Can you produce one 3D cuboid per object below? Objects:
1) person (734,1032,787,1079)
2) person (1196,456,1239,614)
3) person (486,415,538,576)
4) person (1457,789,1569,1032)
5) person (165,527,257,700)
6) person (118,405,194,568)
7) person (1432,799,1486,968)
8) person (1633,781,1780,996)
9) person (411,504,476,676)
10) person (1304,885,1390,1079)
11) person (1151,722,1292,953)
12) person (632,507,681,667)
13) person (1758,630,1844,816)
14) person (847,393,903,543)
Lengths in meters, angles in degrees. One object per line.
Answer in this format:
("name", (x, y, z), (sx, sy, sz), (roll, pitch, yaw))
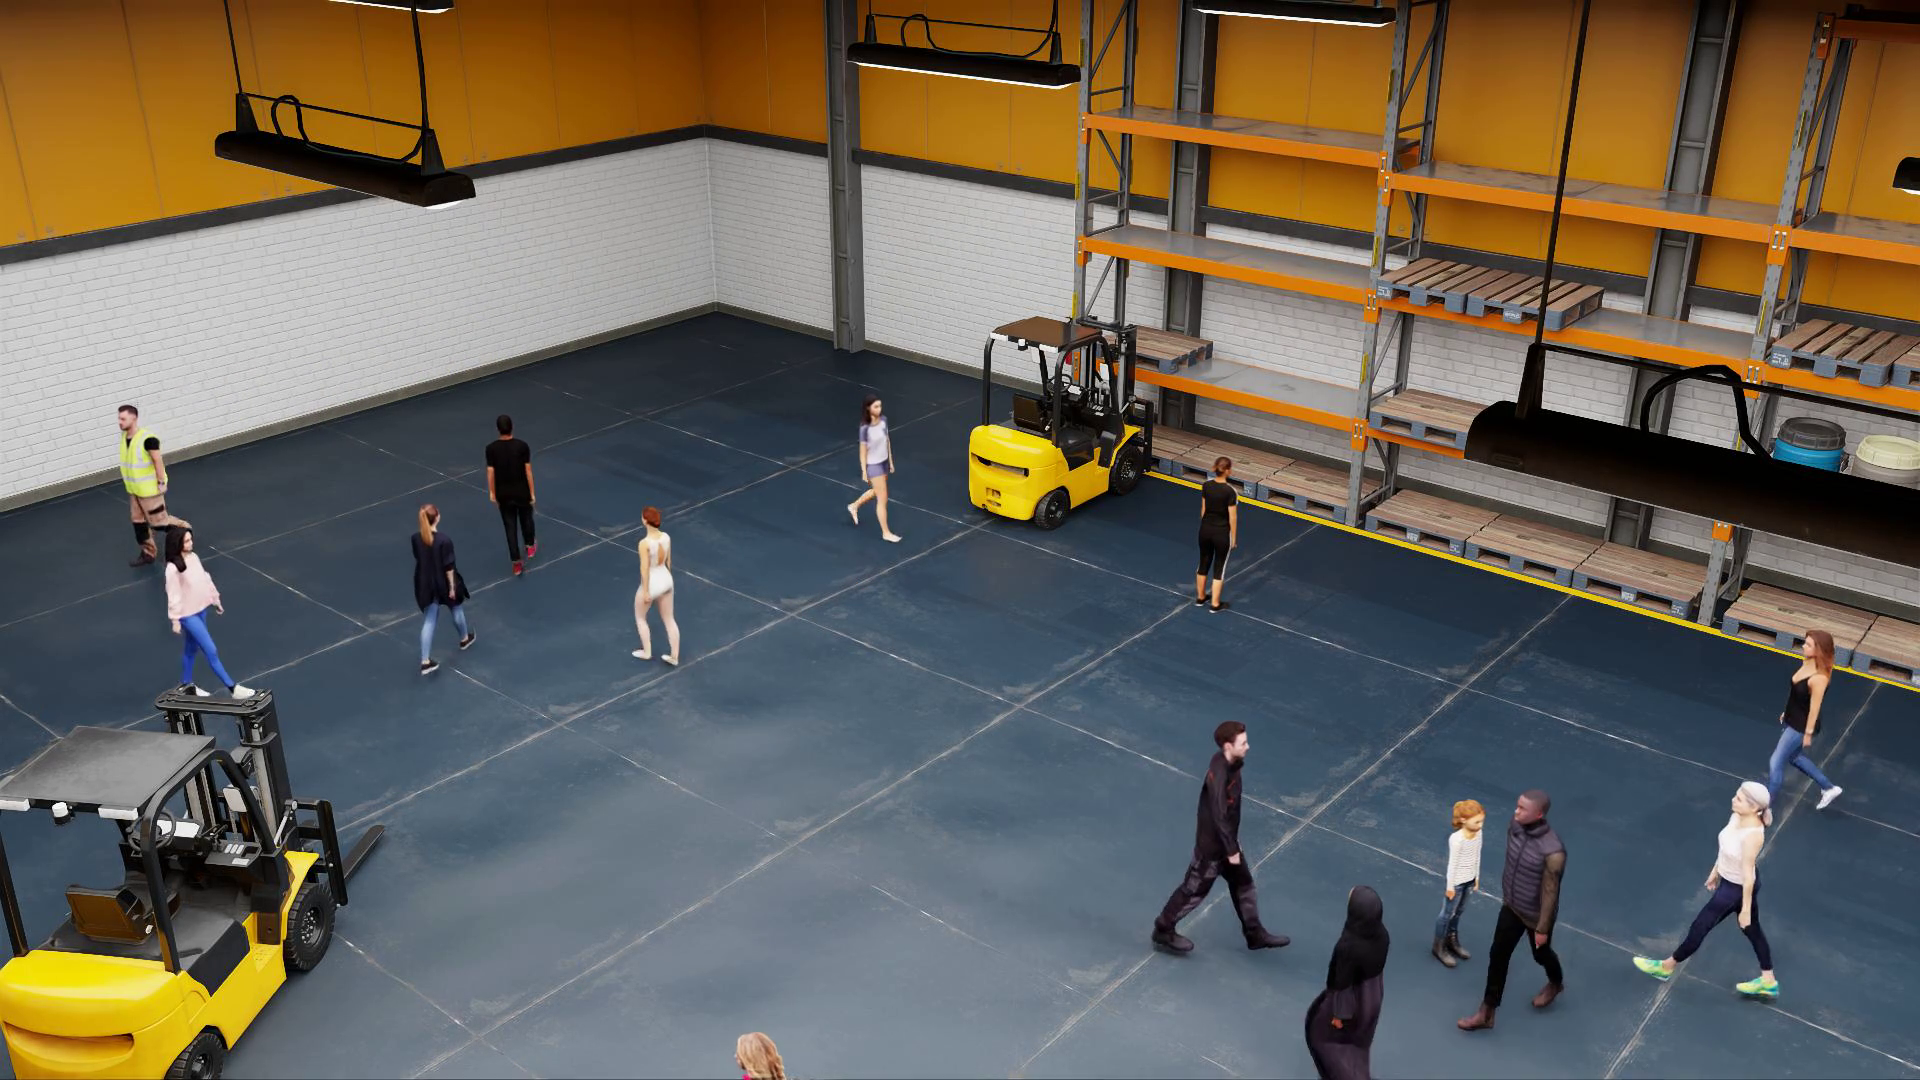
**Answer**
("person", (-0.980, 3.399, 9.068), (0.789, 1.718, 0.734), (-1, 24, -2))
("person", (2.624, -0.067, 17.060), (0.475, 1.668, 0.647), (21, 31, 40))
("person", (-4.804, -0.462, 17.881), (0.999, 1.732, 1.087), (-4, 24, -9))
("person", (3.876, 2.462, 11.113), (1.122, 1.795, 1.221), (-10, 26, -22))
("person", (-7.112, 0.698, 15.222), (1.141, 1.738, 1.016), (2, 24, 5))
("person", (-8.829, -0.617, 18.118), (0.985, 1.828, 0.900), (11, 26, 24))
("person", (3.546, 2.413, 11.825), (0.508, 1.314, 0.538), (-16, 28, -32))
("person", (5.400, 2.430, 11.369), (1.275, 1.649, 0.951), (7, 25, 16))
("person", (-5.022, 0.491, 15.818), (1.140, 1.639, 1.006), (6, 24, 13))
("person", (2.517, 2.888, 10.376), (0.697, 1.605, 0.818), (-17, 29, -33))
("person", (1.741, 2.142, 11.752), (1.296, 1.870, 0.966), (8, 25, 18))
("person", (-2.837, 0.477, 15.866), (0.707, 1.627, 0.573), (18, 29, 35))
("person", (6.866, 1.501, 13.436), (1.080, 1.696, 0.830), (6, 24, 14))
("person", (-1.002, -0.847, 18.787), (1.069, 1.713, 0.686), (14, 27, 29))
